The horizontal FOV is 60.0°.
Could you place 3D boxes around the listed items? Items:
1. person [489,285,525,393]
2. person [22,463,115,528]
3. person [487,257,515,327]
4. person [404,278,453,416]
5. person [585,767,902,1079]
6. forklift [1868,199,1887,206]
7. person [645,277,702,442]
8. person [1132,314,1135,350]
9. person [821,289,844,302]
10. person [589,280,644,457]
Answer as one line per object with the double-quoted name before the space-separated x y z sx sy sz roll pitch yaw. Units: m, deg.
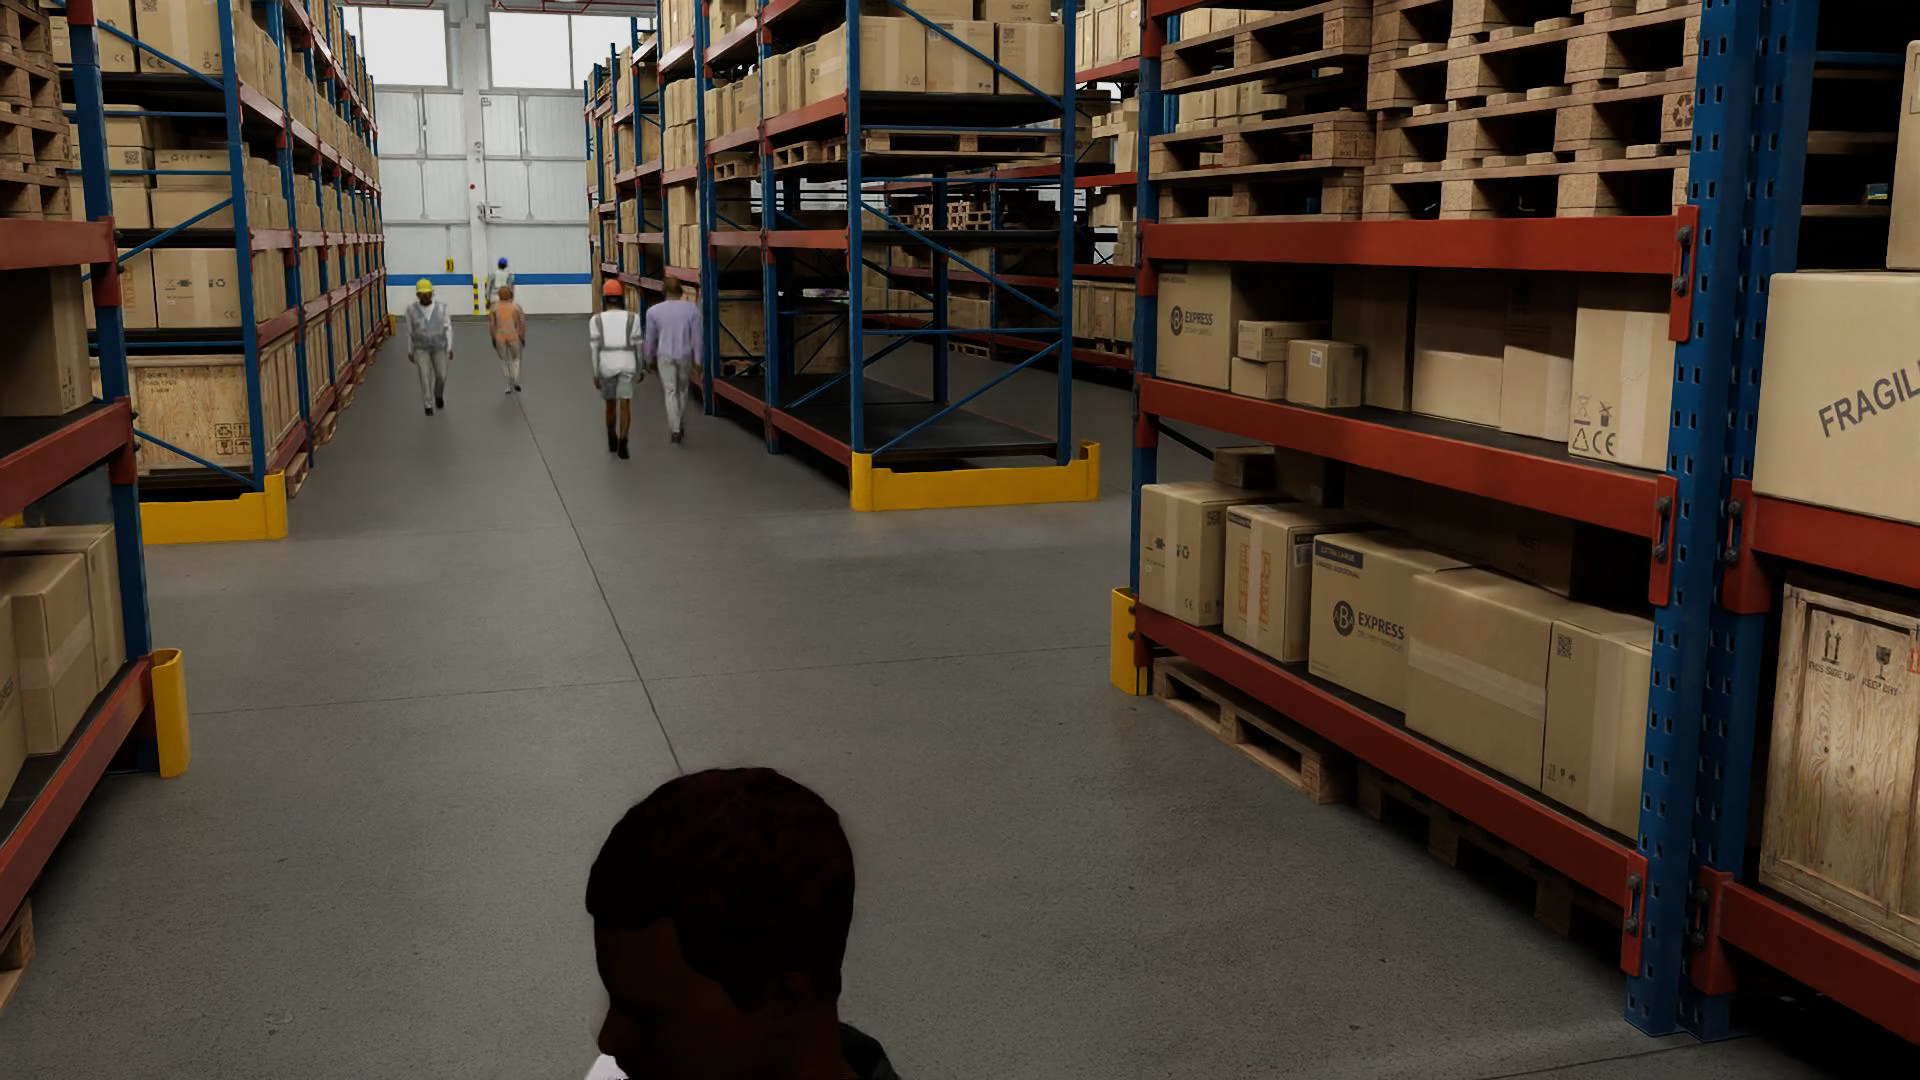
"person" -6.834 -3.027 25.133 0.515 1.619 0.503 -2 10 -10
"person" -4.602 -0.013 8.606 0.564 1.617 0.505 5 12 27
"person" -10.387 -5.437 37.582 0.610 1.901 0.791 -1 10 -6
"person" -7.018 -2.554 21.989 0.610 1.813 0.444 -4 11 -21
"person" -0.140 1.120 1.583 0.591 1.912 0.379 9 14 42
"forklift" 11.338 -2.915 21.052 1.129 2.768 1.873 -3 11 -17
"person" -3.308 -2.087 19.237 0.645 1.896 1.005 -3 11 -15
"person" 2.479 -2.460 21.976 0.278 1.633 0.498 -9 13 -39
"person" -3.290 -6.512 43.482 0.539 1.883 0.917 8 13 36
"person" -3.695 -1.843 17.924 0.551 1.894 0.985 -1 10 -8
